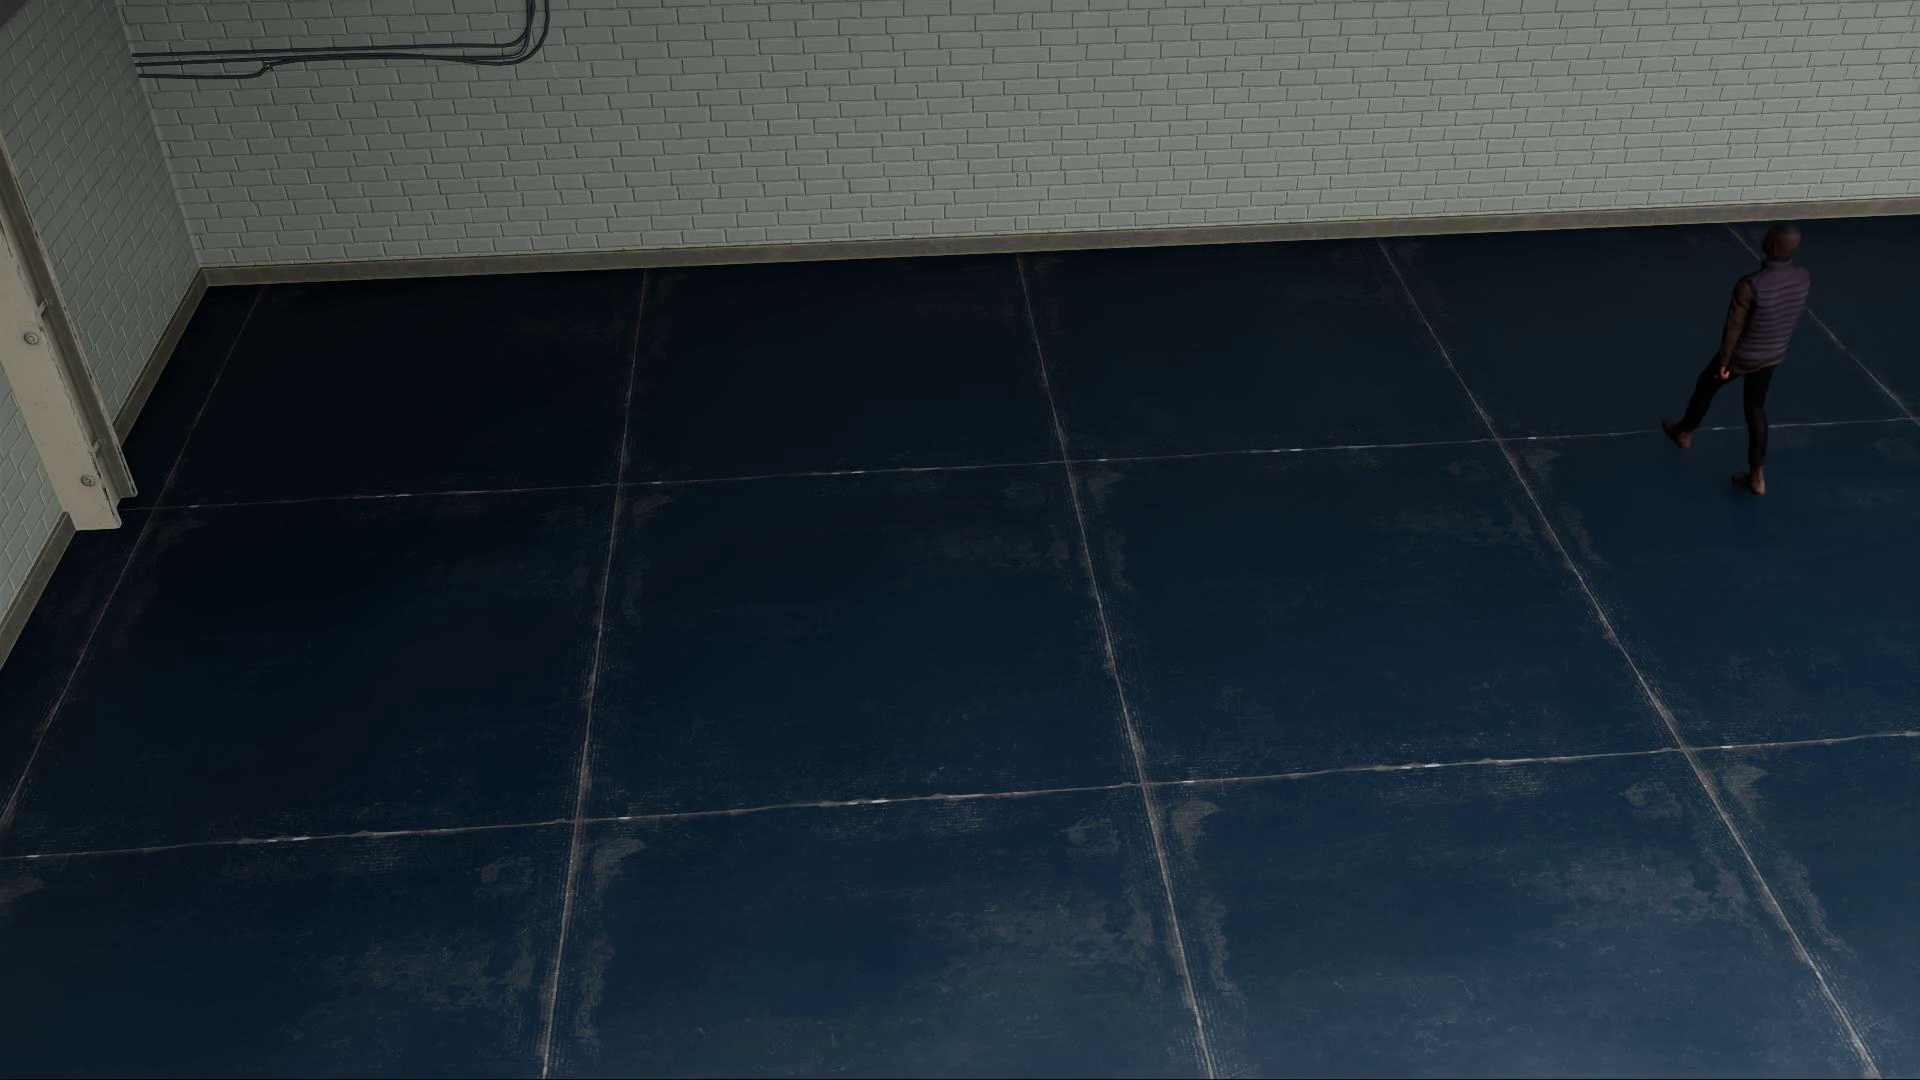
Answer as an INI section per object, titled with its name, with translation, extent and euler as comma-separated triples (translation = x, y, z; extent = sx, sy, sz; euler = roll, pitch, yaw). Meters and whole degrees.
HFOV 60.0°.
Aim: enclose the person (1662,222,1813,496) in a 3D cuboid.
[person]
translation = 5.076, -1.126, 10.566
extent = 0.774, 1.793, 1.198
euler = -8, 39, -10
